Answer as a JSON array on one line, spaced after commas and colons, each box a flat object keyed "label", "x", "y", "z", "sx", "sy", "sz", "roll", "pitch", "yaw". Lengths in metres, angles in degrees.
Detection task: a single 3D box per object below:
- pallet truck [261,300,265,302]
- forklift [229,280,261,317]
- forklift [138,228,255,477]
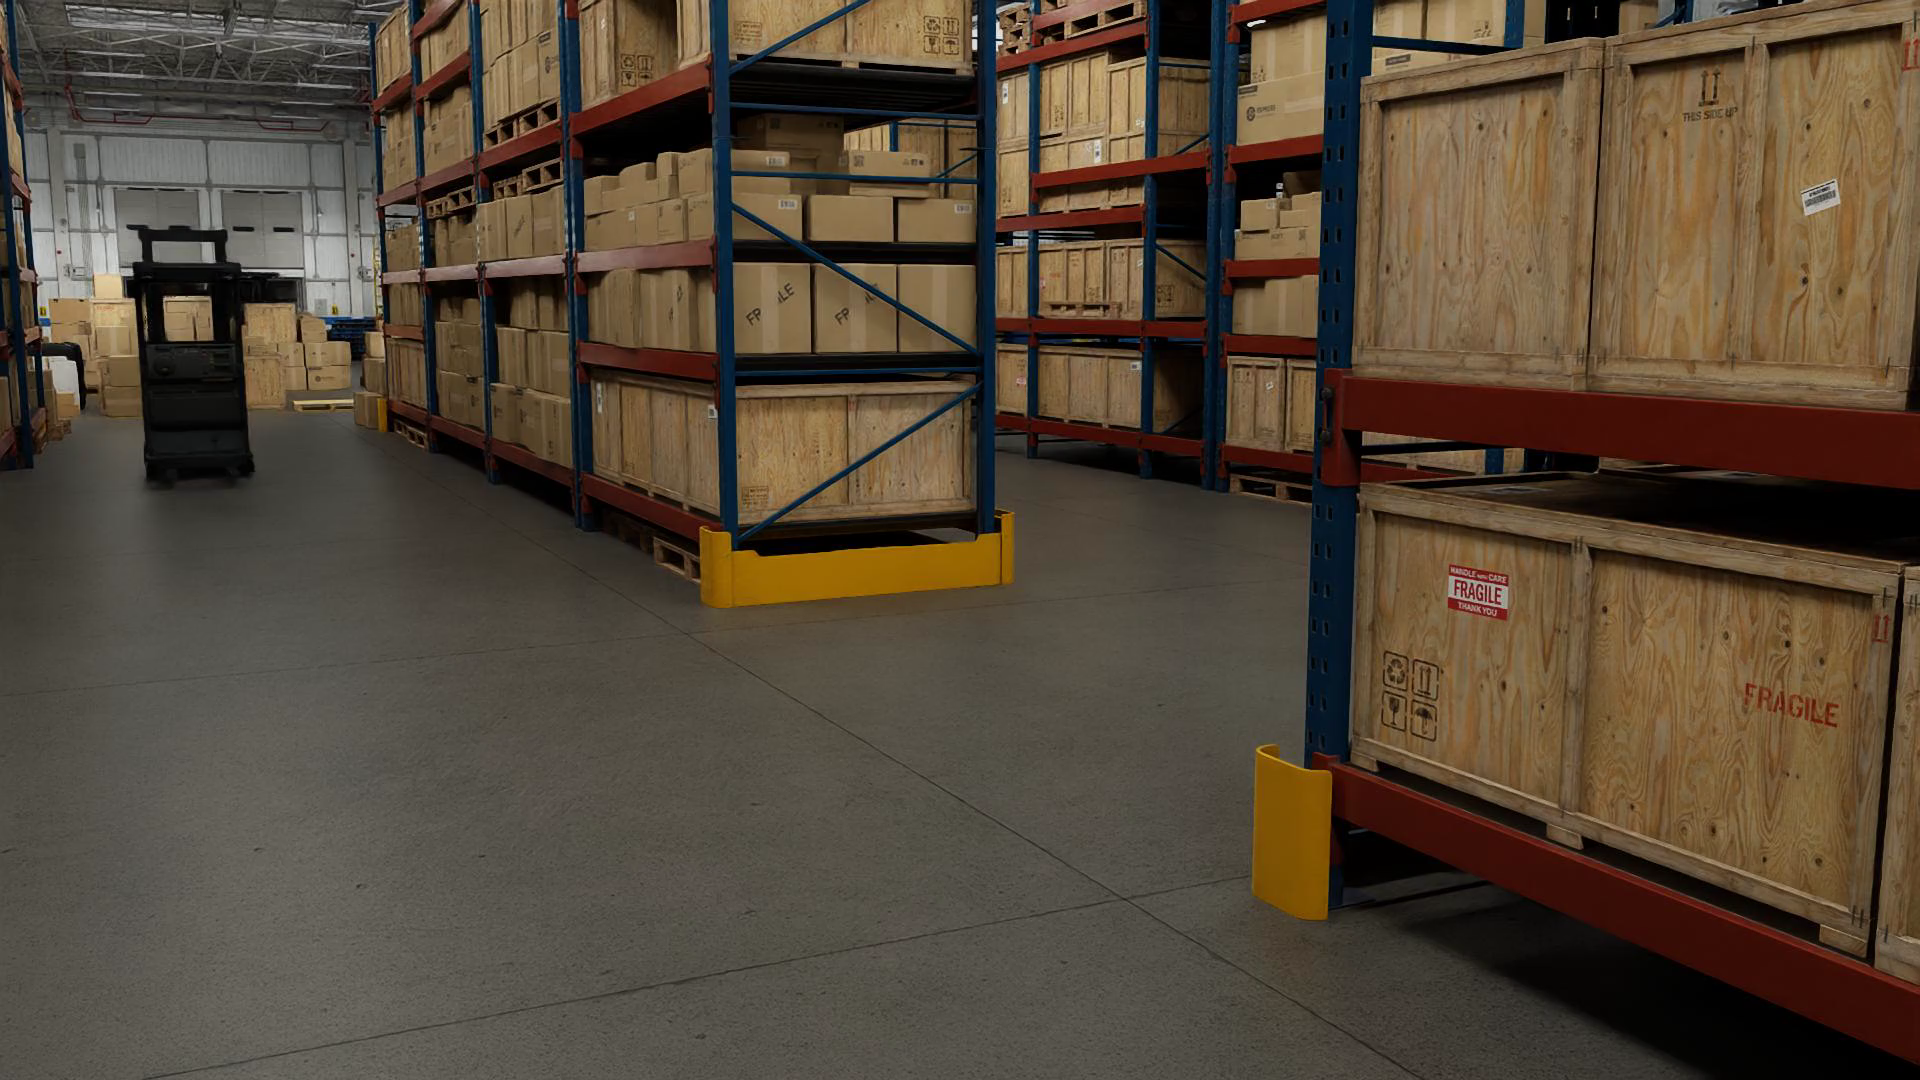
[{"label": "pallet truck", "x": -23.913, "y": -7.404, "z": 58.171, "sx": 1.885, "sy": 1.965, "sz": 0.823, "roll": -1, "pitch": 8, "yaw": -9}, {"label": "forklift", "x": -21.439, "y": -6.646, "z": 49.917, "sx": 1.873, "sy": 2.768, "sz": 1.129, "roll": 6, "pitch": 10, "yaw": 35}, {"label": "forklift", "x": -8.960, "y": -2.215, "z": 19.362, "sx": 1.129, "sy": 2.768, "sz": 1.873, "roll": -4, "pitch": 9, "yaw": -26}]
